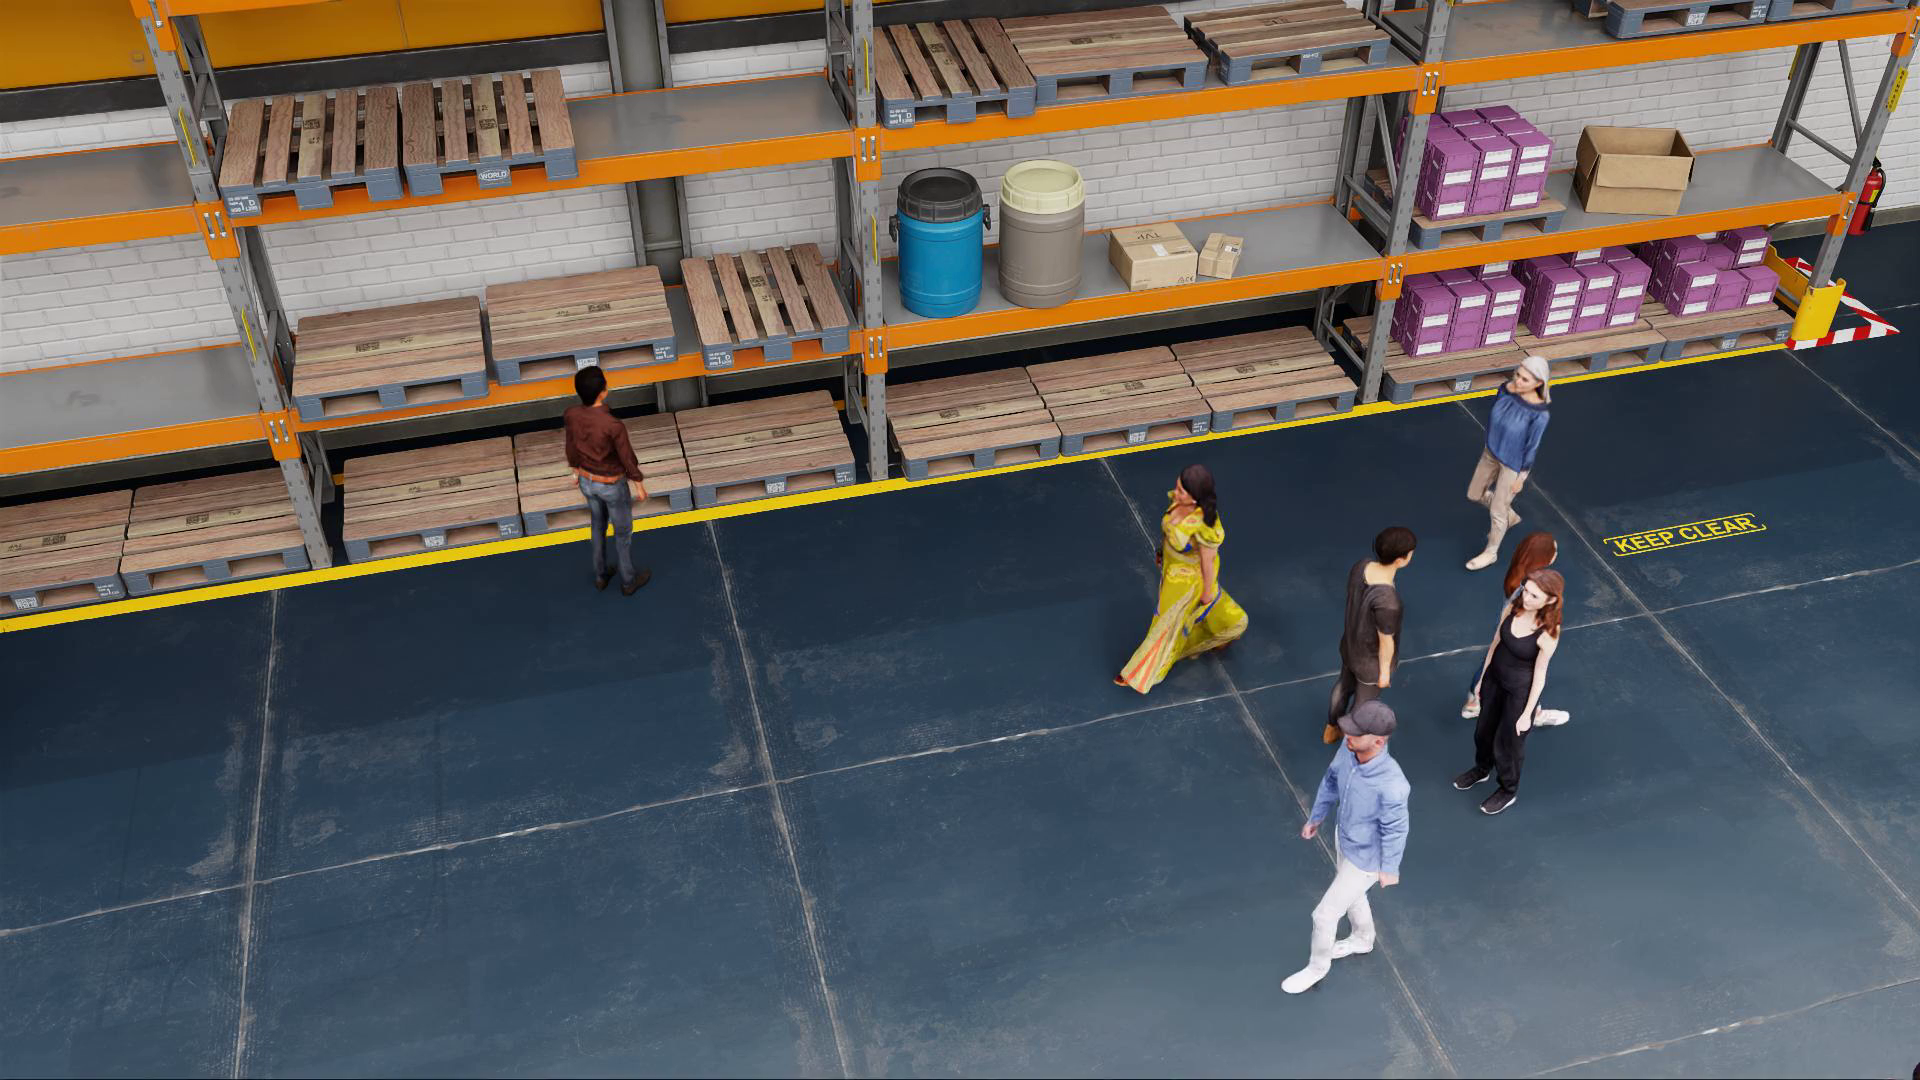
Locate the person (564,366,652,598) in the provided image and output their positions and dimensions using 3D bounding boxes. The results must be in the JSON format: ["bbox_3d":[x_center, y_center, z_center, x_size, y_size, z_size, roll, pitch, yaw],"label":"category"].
[{"bbox_3d":[-2.343,-0.353,10.893,0.721,1.779,0.812,15,41,18],"label":"person"}]

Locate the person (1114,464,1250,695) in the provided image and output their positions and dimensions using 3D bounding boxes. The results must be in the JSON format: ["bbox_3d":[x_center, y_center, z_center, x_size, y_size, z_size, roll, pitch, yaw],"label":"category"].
[{"bbox_3d":[1.497,0.198,10.345,1.218,1.612,0.750,-11,40,-13],"label":"person"}]

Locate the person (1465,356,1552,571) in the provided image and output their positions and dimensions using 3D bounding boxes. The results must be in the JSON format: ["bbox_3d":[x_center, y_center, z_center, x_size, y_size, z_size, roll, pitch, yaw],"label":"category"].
[{"bbox_3d":[3.751,-0.539,11.210,0.767,1.685,0.674,-15,41,-18],"label":"person"}]

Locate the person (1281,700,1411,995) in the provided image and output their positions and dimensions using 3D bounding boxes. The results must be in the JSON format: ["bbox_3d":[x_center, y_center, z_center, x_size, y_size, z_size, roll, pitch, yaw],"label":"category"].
[{"bbox_3d":[2.123,1.524,8.472,0.826,1.867,0.673,-9,40,-11],"label":"person"}]

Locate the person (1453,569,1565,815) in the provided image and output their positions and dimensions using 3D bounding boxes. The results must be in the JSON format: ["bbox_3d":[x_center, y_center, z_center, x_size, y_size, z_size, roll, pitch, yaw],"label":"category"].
[{"bbox_3d":[3.155,0.832,9.437,0.560,1.745,0.592,-17,42,-20],"label":"person"}]

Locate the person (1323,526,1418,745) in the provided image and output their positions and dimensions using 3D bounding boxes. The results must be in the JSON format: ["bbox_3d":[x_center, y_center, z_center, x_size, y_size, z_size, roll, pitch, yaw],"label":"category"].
[{"bbox_3d":[2.382,0.619,9.729,0.530,1.713,0.621,-8,39,-10],"label":"person"}]

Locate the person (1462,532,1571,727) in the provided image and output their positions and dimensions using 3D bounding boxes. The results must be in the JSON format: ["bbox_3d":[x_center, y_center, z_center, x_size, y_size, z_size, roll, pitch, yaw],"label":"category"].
[{"bbox_3d":[3.277,0.559,10.006,0.915,1.461,0.721,1,39,1],"label":"person"}]
